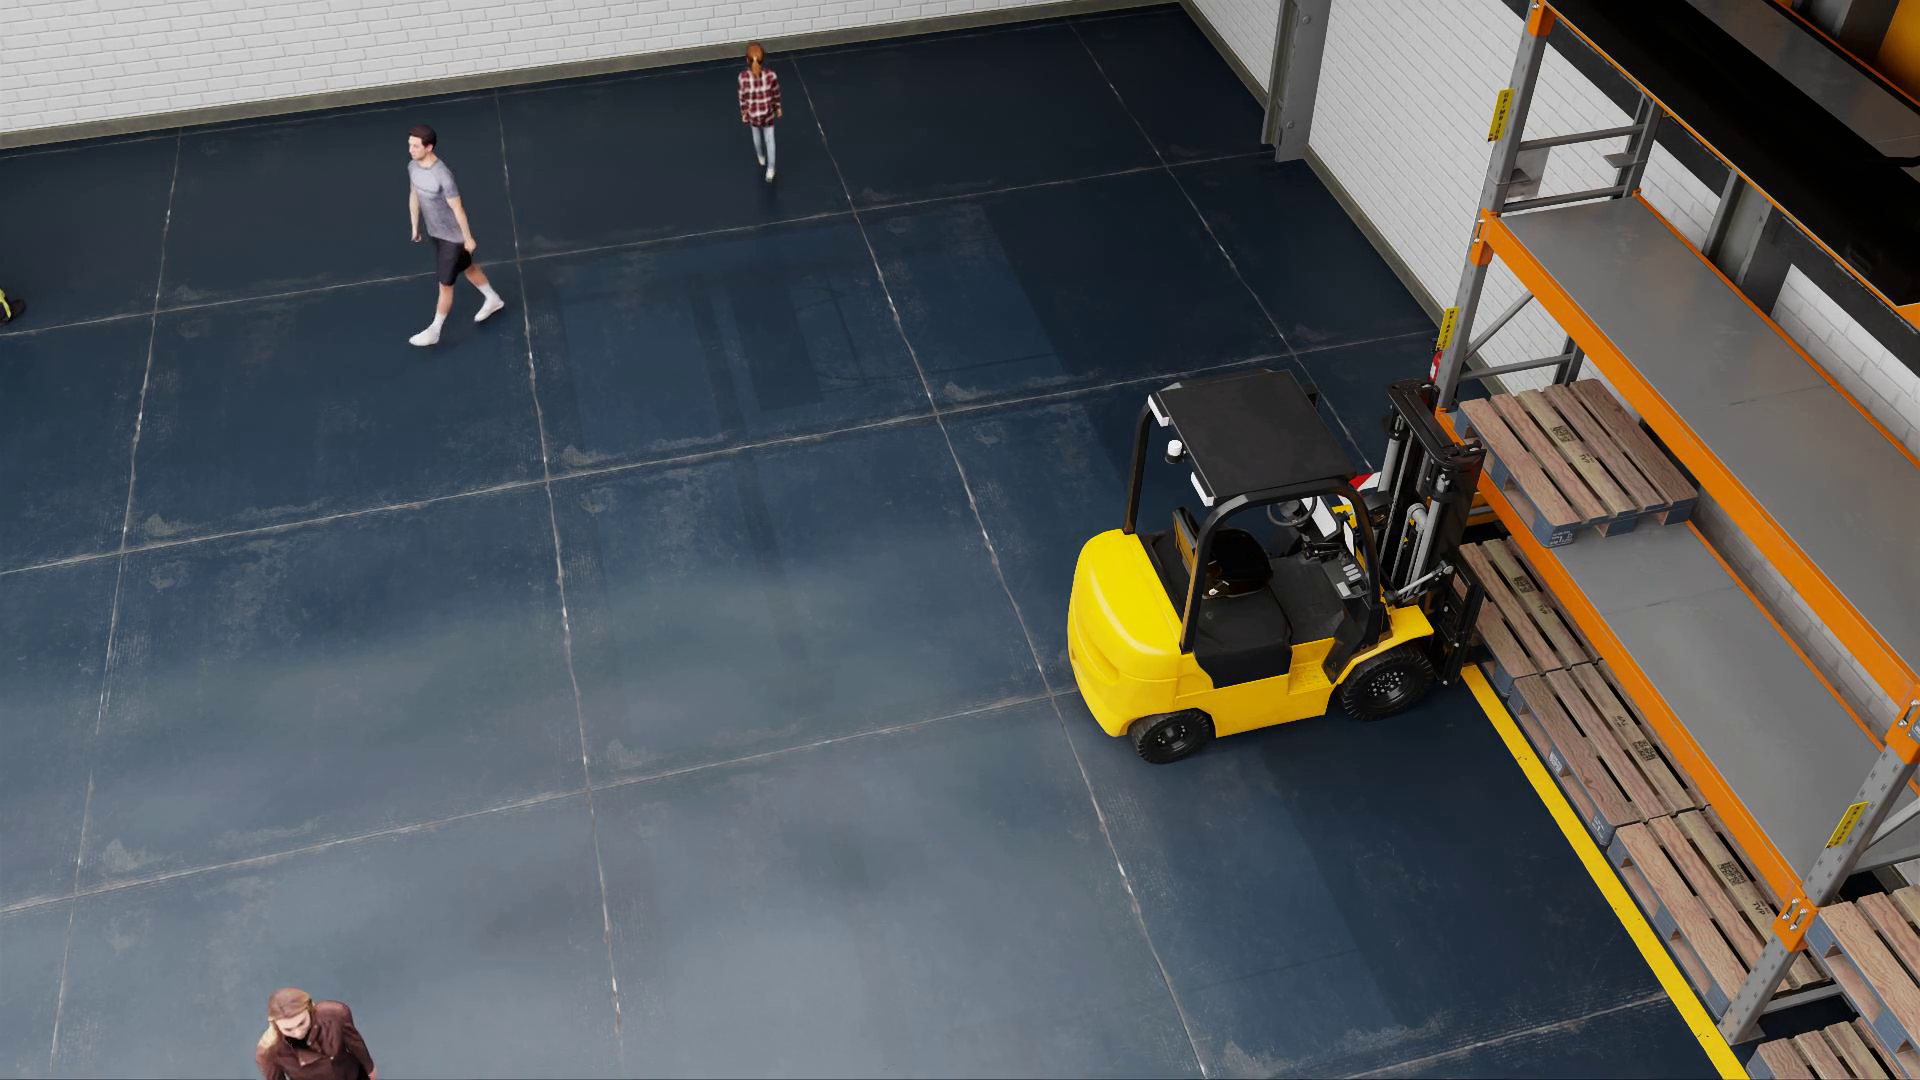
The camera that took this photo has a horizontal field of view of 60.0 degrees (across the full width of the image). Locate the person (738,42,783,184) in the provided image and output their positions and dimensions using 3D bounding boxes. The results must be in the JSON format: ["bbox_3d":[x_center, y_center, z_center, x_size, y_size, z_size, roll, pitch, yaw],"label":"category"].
[{"bbox_3d":[-1.797,-3.859,15.056,0.607,1.291,0.918,-5,44,-5],"label":"person"}]

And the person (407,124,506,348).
[{"bbox_3d":[-3.994,-2.475,13.210,1.214,1.834,1.148,32,52,29],"label":"person"}]

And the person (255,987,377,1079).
[{"bbox_3d":[-3.062,2.589,8.016,0.867,1.666,1.192,-24,49,-23],"label":"person"}]
